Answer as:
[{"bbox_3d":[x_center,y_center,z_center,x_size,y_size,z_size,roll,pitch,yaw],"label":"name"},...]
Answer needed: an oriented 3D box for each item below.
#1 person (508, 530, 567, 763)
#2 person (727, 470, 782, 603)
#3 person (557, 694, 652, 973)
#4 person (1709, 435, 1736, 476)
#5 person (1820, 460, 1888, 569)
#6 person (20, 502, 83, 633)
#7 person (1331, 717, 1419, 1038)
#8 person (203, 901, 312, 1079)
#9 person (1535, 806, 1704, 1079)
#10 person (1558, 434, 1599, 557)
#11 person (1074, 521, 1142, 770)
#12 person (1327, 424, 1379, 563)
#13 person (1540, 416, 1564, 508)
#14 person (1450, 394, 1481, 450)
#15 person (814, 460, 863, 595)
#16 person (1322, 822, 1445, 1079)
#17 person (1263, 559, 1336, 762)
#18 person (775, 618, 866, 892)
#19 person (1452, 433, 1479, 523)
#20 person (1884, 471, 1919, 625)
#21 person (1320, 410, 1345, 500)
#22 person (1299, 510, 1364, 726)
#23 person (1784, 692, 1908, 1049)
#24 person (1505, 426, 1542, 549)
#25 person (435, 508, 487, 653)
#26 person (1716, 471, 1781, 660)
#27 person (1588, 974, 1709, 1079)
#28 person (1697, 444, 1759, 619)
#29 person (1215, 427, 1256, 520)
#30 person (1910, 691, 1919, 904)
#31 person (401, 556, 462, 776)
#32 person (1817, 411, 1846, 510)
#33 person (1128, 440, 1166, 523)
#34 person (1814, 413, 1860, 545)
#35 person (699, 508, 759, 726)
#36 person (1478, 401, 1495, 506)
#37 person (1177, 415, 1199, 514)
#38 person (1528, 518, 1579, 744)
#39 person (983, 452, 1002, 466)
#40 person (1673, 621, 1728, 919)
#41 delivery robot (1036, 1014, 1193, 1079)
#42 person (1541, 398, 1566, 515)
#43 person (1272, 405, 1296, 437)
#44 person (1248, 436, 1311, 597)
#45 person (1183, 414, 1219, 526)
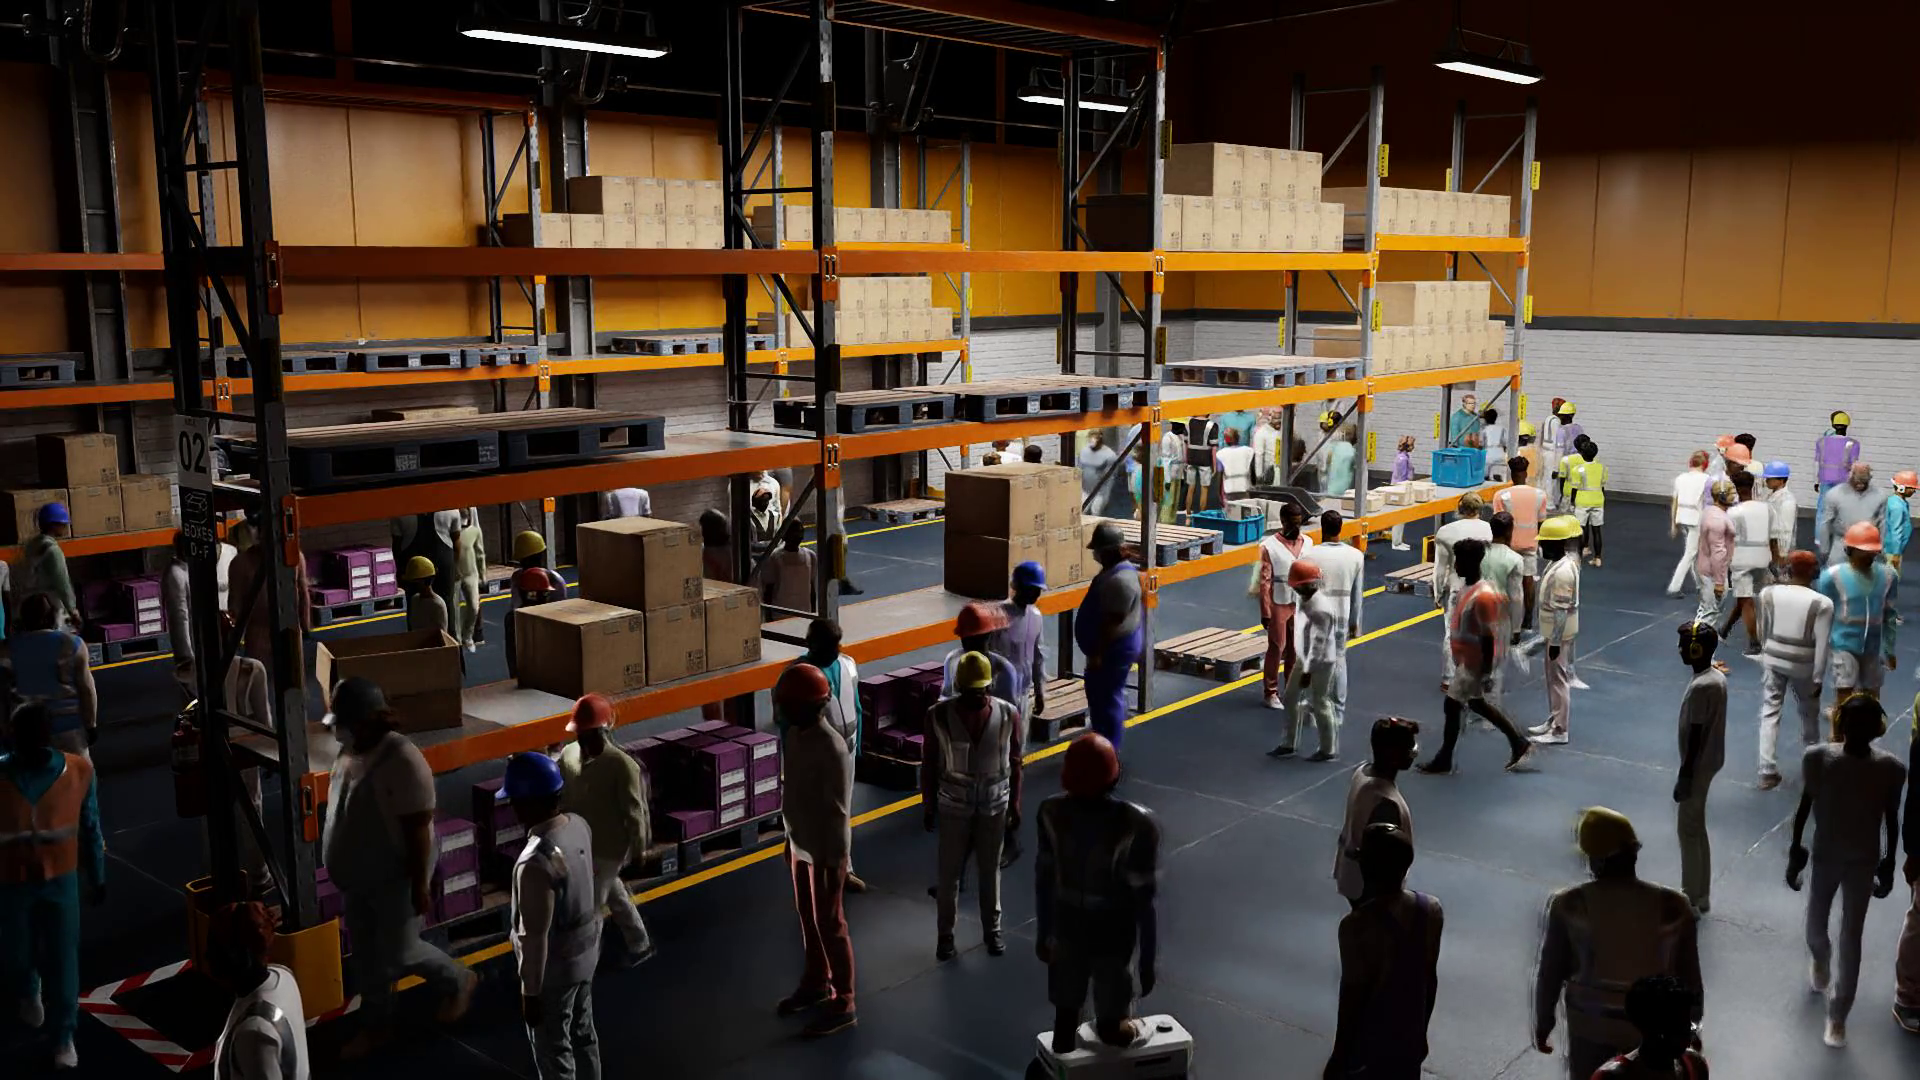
[{"bbox_3d":[-3.431,0.871,13.467,0.606,1.933,0.394,5,11,29],"label":"person"},{"bbox_3d":[-2.330,-0.058,19.074,0.647,1.899,0.399,-5,11,-28],"label":"person"},{"bbox_3d":[-2.034,1.682,9.257,0.564,1.702,0.913,8,12,39],"label":"person"},{"bbox_3d":[10.263,-0.550,22.419,0.339,1.752,0.564,7,12,34],"label":"person"},{"bbox_3d":[9.941,0.043,18.470,0.674,1.900,0.397,2,10,12],"label":"person"},{"bbox_3d":[-8.177,0.625,14.939,0.512,1.915,0.611,-9,13,-43],"label":"person"},{"bbox_3d":[2.063,1.774,8.323,0.386,1.835,0.561,1,10,3],"label":"person"},{"bbox_3d":[-2.437,2.164,5.832,0.340,1.882,0.586,-3,10,-16],"label":"person"},{"bbox_3d":[2.777,2.016,7.022,0.686,1.799,0.447,3,10,15],"label":"person"},{"bbox_3d":[8.553,-0.618,23.001,0.542,1.695,0.316,5,11,27],"label":"person"},{"bbox_3d":[1.180,0.831,13.321,0.537,2.000,0.701,-1,10,-7],"label":"person"},{"bbox_3d":[5.240,-0.616,22.385,0.961,1.889,0.632,-2,10,-13],"label":"person"},{"bbox_3d":[9.827,-1.386,27.419,0.532,1.755,0.342,8,12,38],"label":"person"},{"bbox_3d":[8.291,-1.431,27.232,0.644,1.907,0.399,-6,11,-33],"label":"person"},{"bbox_3d":[-1.544,-0.264,20.217,0.678,1.917,0.581,-3,10,-15],"label":"person"},{"bbox_3d":[1.702,2.032,6.735,0.504,1.847,0.345,-5,11,-28],"label":"person"},{"bbox_3d":[2.784,0.981,13.411,0.615,1.715,0.587,-2,10,-12],"label":"person"},{"bbox_3d":[-0.873,1.391,10.623,0.634,1.831,0.429,-9,13,-44],"label":"person"},{"bbox_3d":[7.292,-0.733,23.922,0.534,1.618,0.551,6,11,33],"label":"person"},{"bbox_3d":[10.543,0.080,18.705,0.354,1.737,0.578,5,11,26],"label":"person"},{"bbox_3d":[5.528,-0.989,24.700,0.314,1.869,0.535,9,13,42],"label":"person"},{"bbox_3d":[3.238,0.689,14.580,0.599,1.909,0.398,-2,10,-14],"label":"person"},{"bbox_3d":[4.692,1.680,8.842,0.524,1.851,0.783,5,11,29],"label":"person"},{"bbox_3d":[7.794,-0.706,23.023,0.682,1.864,0.992,-3,10,-15],"label":"person"},{"bbox_3d":[-5.132,0.411,17.071,0.541,1.620,0.369,-4,10,-25],"label":"person"},{"bbox_3d":[8.108,0.232,17.293,0.632,1.904,1.026,-2,10,-12],"label":"person"},{"bbox_3d":[2.333,2.285,5.668,0.533,1.697,0.319,-5,11,-27],"label":"person"},{"bbox_3d":[8.803,-0.114,19.145,0.624,2.012,0.705,-1,10,-7],"label":"person"},{"bbox_3d":[3.819,-0.656,22.943,0.600,1.797,0.941,0,10,2],"label":"person"},{"bbox_3d":[5.849,1.488,9.733,0.370,1.929,0.585,-4,10,-22],"label":"person"},{"bbox_3d":[-4.228,0.991,13.224,0.349,1.758,0.522,-9,13,-42],"label":"person"},{"bbox_3d":[13.117,-1.020,24.957,0.345,1.846,0.508,-1,10,-6],"label":"person"},{"bbox_3d":[2.384,-0.404,21.446,0.797,1.781,0.578,-1,10,-9],"label":"person"},{"bbox_3d":[12.514,-0.856,23.774,0.588,1.918,0.401,9,13,44],"label":"person"},{"bbox_3d":[-2.006,0.732,13.915,0.692,2.000,0.695,-5,11,-28],"label":"person"},{"bbox_3d":[8.751,-1.444,27.790,0.312,1.744,0.487,-2,10,-13],"label":"person"},{"bbox_3d":[3.708,-1.356,26.848,0.563,1.890,0.602,-5,11,-27],"label":"person"},{"bbox_3d":[5.021,0.766,14.081,0.396,1.918,0.588,2,10,15],"label":"person"},{"bbox_3d":[0.348,-0.126,19.620,0.325,1.843,0.516,2,10,11],"label":"person"},{"bbox_3d":[4.560,1.423,10.356,0.349,1.856,0.529,6,11,34],"label":"person"},{"bbox_3d":[0.732,2.440,7.867,0.707,0.478,0.477,-3,10,-18],"label":"delivery robot"},{"bbox_3d":[9.576,-1.352,26.820,0.354,1.886,0.573,1,10,5],"label":"person"},{"bbox_3d":[5.035,-1.252,25.972,0.478,1.970,0.641,2,10,13],"label":"person"},{"bbox_3d":[3.928,-0.329,20.251,1.096,2.000,0.689,-8,12,-39],"label":"person"},{"bbox_3d":[3.698,-1.191,25.442,0.612,2.031,0.407,7,12,37],"label":"person"}]
